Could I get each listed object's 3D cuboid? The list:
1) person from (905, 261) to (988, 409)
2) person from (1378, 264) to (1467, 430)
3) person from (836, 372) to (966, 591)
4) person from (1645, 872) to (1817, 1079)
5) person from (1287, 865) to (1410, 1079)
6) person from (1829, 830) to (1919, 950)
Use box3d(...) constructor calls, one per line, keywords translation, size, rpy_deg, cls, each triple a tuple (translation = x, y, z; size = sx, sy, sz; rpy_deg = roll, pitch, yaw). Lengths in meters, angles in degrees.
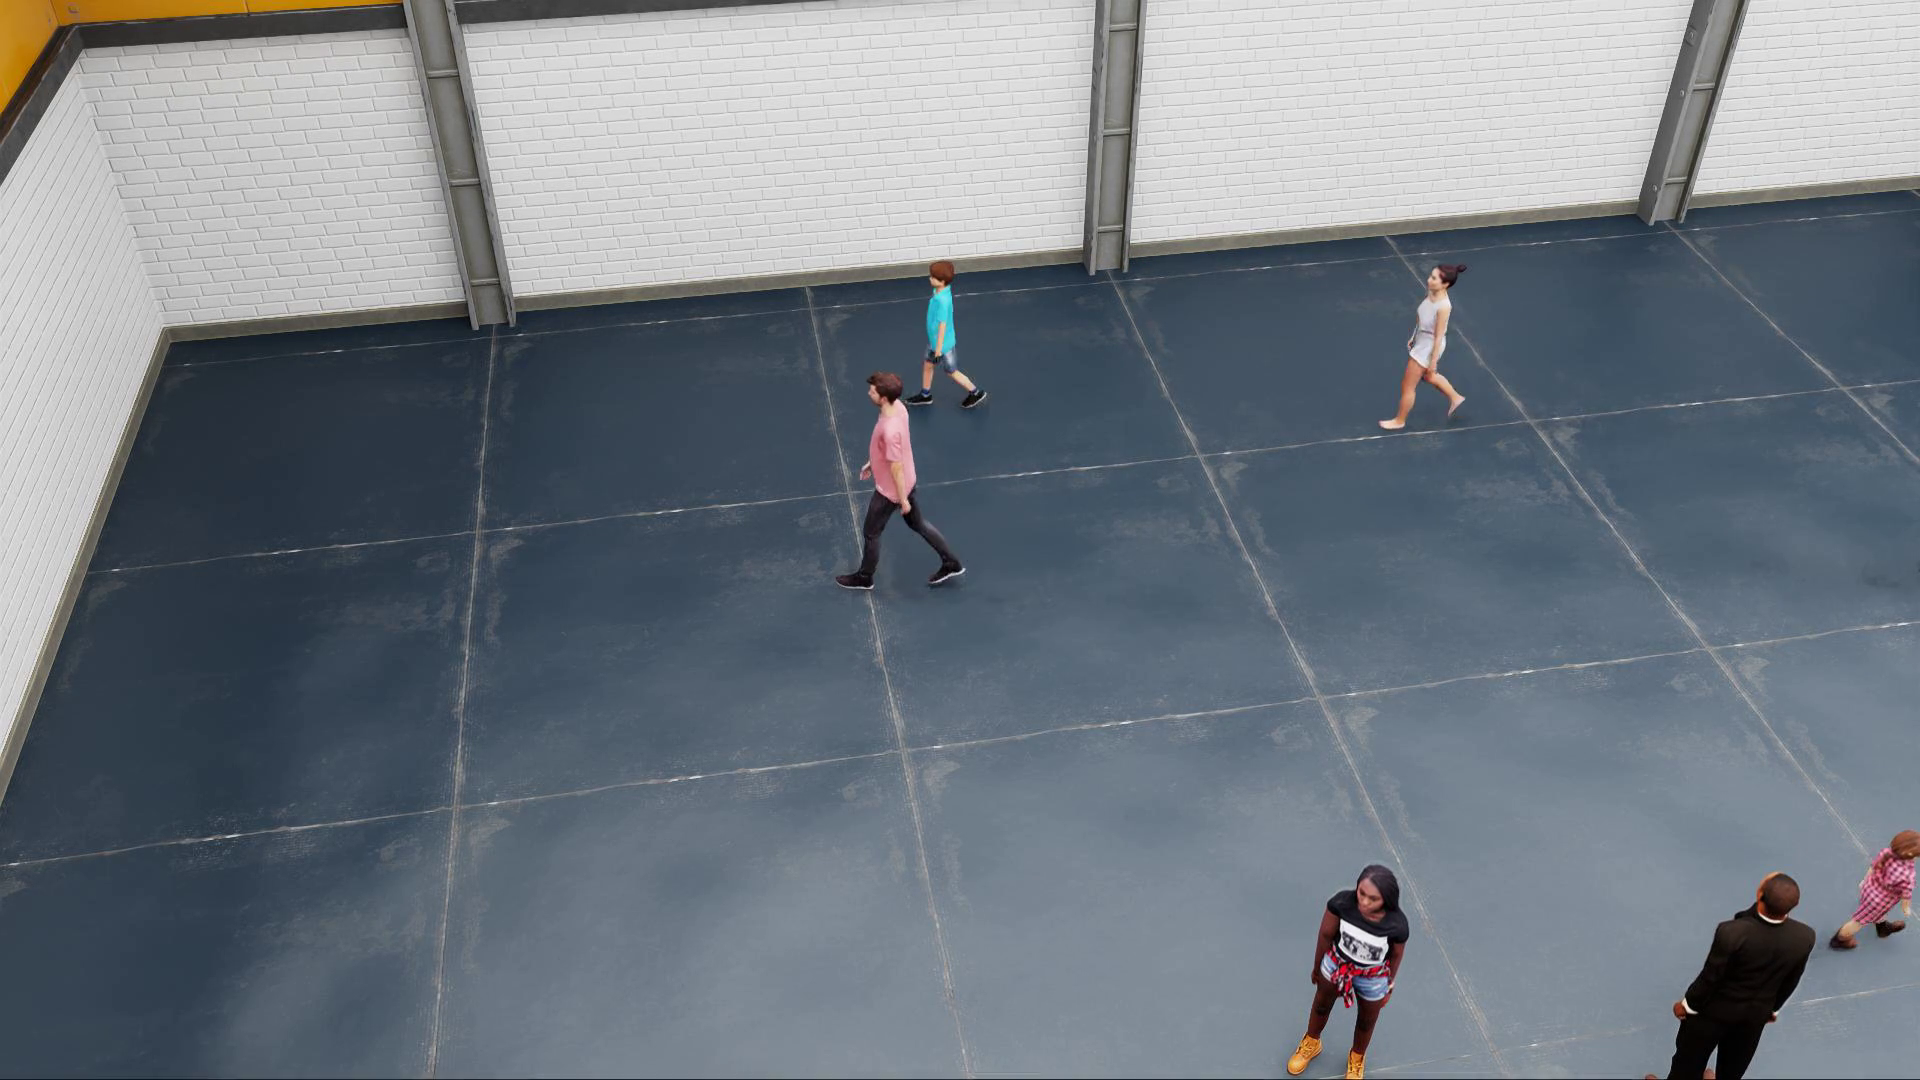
box3d(translation=(-0.086, -1.742, 14.291), size=(0.939, 1.426, 0.570), rpy_deg=(-4, 39, -5), cls="person")
box3d(translation=(4.018, -1.627, 14.021), size=(1.008, 1.583, 0.698), rpy_deg=(1, 39, 1), cls="person")
box3d(translation=(-0.377, -0.397, 12.209), size=(1.277, 1.922, 0.851), rpy_deg=(3, 39, 4), cls="person")
box3d(translation=(4.041, 2.421, 8.696), size=(0.625, 1.904, 0.795), rpy_deg=(1, 39, 1), cls="person")
box3d(translation=(2.123, 2.337, 8.942), size=(0.709, 1.727, 0.786), rpy_deg=(17, 42, 20), cls="person")
box3d(translation=(5.402, 2.093, 9.829), size=(0.693, 1.002, 0.441), rpy_deg=(-5, 39, -6), cls="person")
